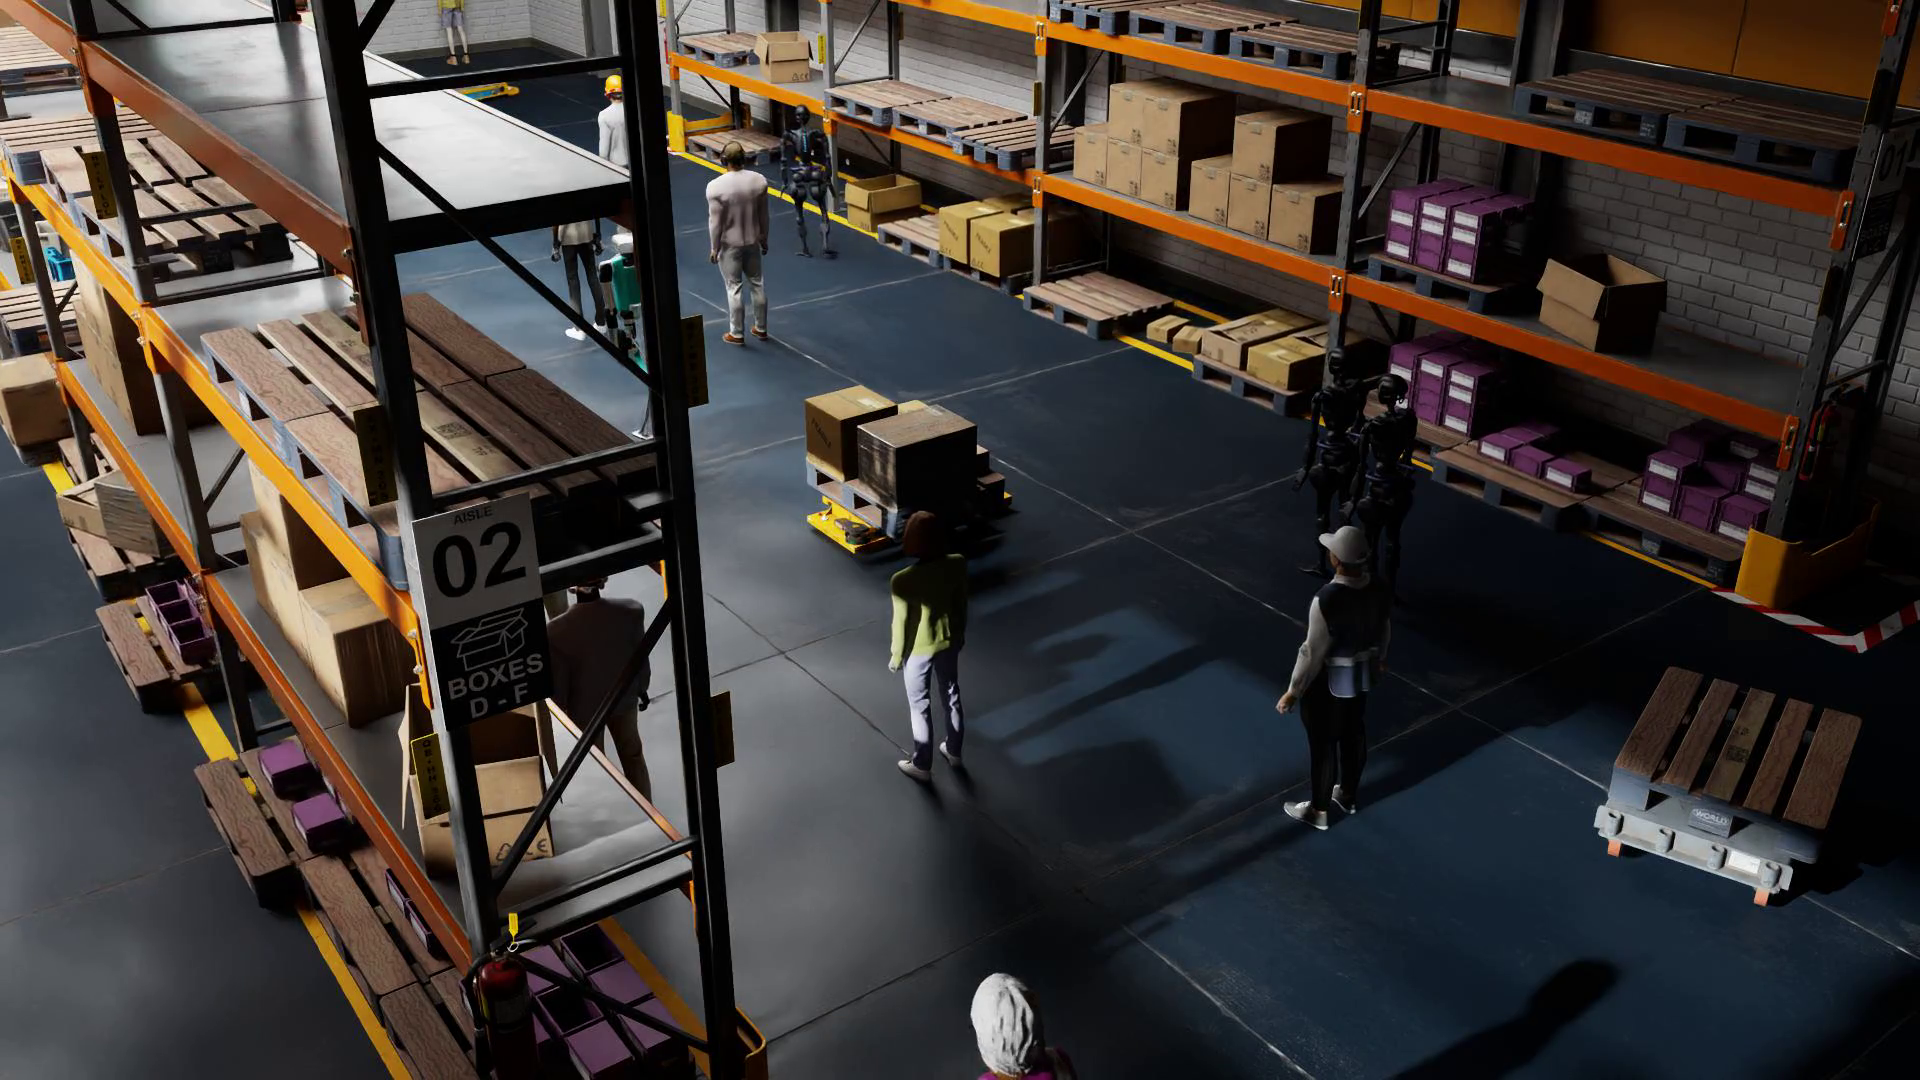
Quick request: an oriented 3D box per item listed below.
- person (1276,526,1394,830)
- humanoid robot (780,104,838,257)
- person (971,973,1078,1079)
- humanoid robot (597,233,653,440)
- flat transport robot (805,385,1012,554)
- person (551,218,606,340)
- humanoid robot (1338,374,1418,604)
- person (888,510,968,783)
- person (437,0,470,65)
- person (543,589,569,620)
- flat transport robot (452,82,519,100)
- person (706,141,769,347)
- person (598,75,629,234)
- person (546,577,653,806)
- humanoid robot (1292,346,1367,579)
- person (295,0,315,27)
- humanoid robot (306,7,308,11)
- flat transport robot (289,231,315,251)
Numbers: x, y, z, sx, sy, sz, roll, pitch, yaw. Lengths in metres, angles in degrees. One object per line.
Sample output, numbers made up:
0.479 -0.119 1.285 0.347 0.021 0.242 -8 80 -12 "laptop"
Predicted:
2.010 0.733 8.868 0.766 1.757 0.447 -18 32 -31 "person"
-1.664 -3.905 18.197 0.608 1.645 0.492 -4 27 -9 "humanoid robot"
0.169 2.261 5.733 0.519 1.845 0.324 -18 32 -31 "person"
-2.493 -1.584 13.355 0.533 1.677 0.735 -18 32 -32 "humanoid robot"
-0.370 -0.266 12.517 1.431 0.231 0.659 -18 32 -32 "flat transport robot"
-3.655 -2.833 15.846 0.524 1.865 0.312 -18 32 -31 "person"
2.794 -0.309 11.018 0.599 1.657 0.315 -18 32 -32 "humanoid robot"
-0.177 0.593 9.286 0.504 1.631 0.276 -18 32 -31 "person"
-8.604 -9.014 28.114 0.482 1.889 0.398 -18 32 -31 "person"
-2.560 0.182 9.972 0.569 1.749 0.341 -18 32 -31 "person"
-7.633 -6.948 25.807 0.659 0.231 1.431 19 33 33 "flat transport robot"
-2.075 -2.783 15.665 0.632 1.937 0.354 -18 32 -31 "person"
-3.765 -4.223 18.578 0.577 1.894 0.375 -18 32 -31 "person"
-1.891 0.817 8.709 0.569 1.749 0.341 -18 32 -31 "person"
2.578 -0.546 11.490 0.599 1.657 0.315 -18 32 -32 "humanoid robot"
-9.426 -6.960 24.082 0.630 1.842 0.429 -18 32 -31 "person"
-10.213 -7.815 25.749 0.533 1.676 0.735 -18 32 -32 "humanoid robot"
-7.195 -3.384 18.718 1.431 0.231 0.659 -9 28 -18 "flat transport robot"
